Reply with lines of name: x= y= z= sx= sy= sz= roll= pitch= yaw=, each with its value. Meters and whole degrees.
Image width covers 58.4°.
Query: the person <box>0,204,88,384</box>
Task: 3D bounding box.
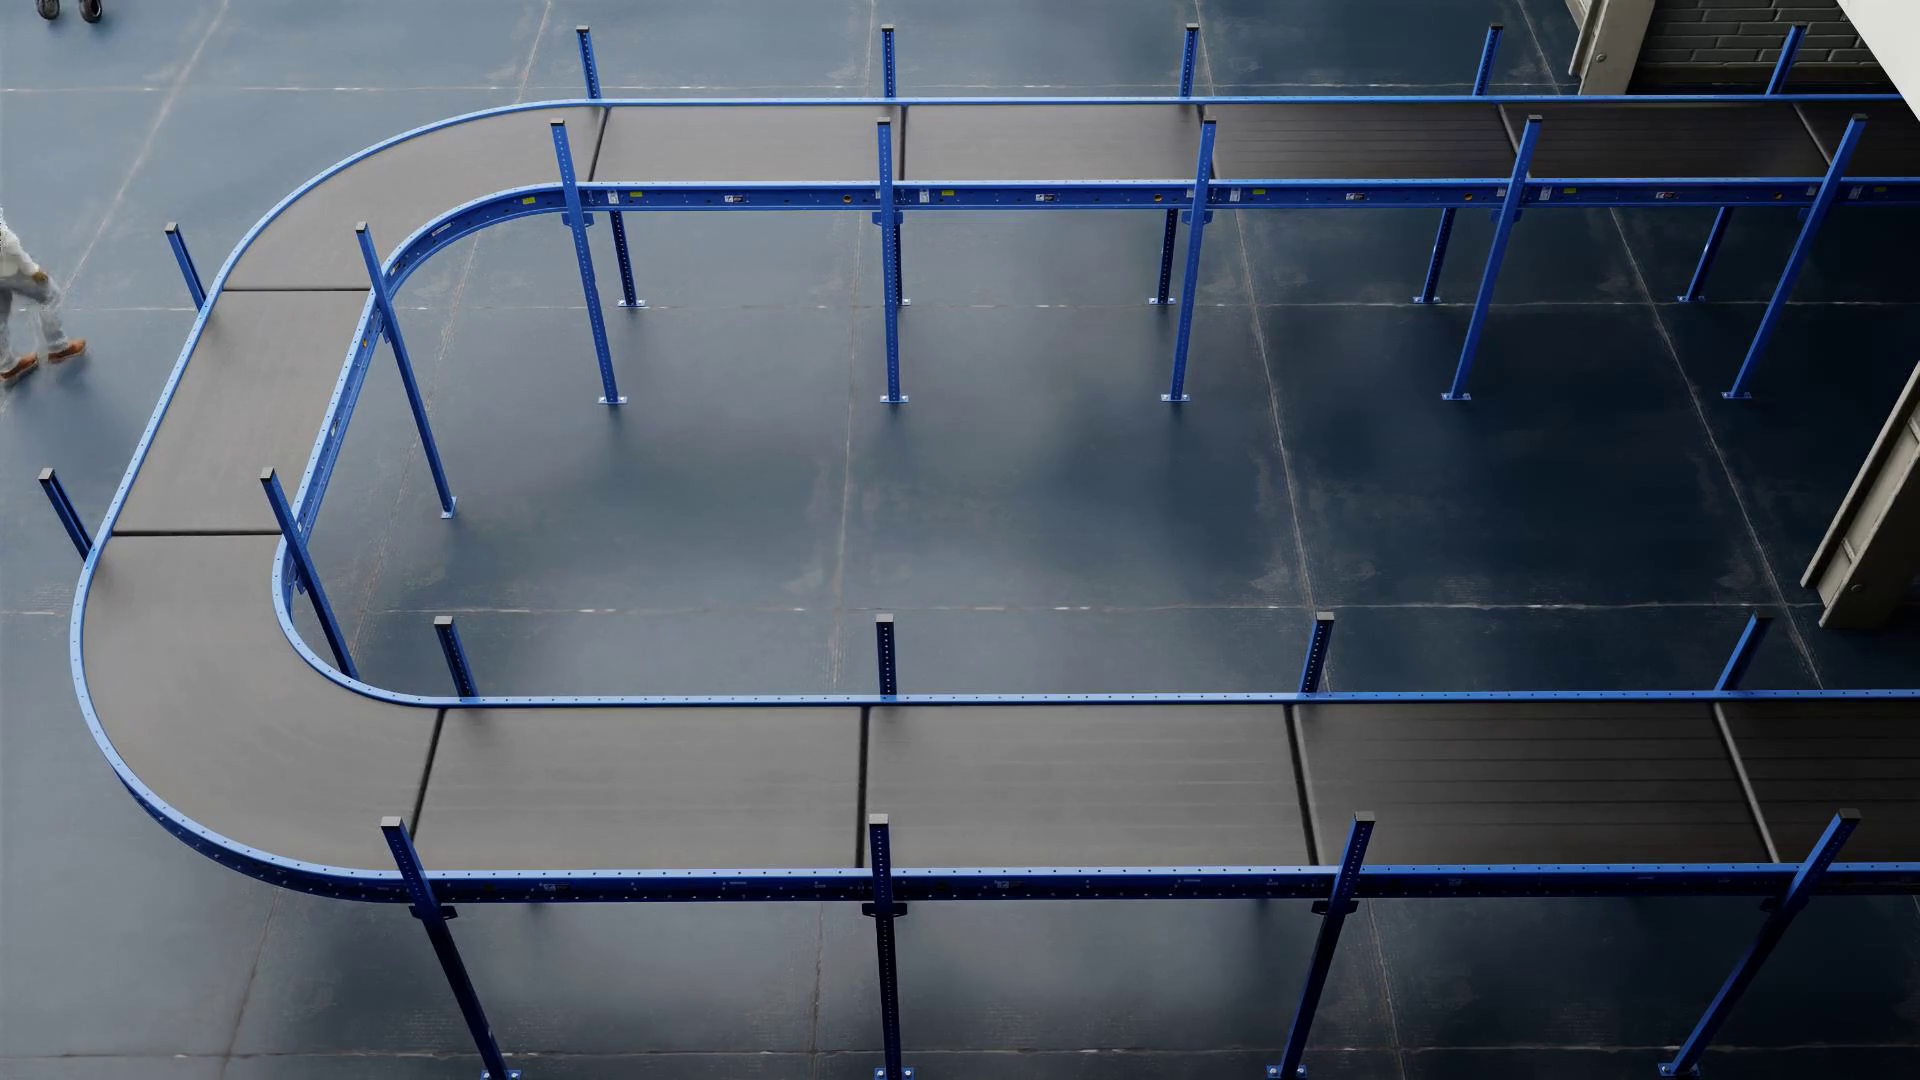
person: x=-6.561 y=-1.900 z=11.753 sx=0.654 sy=1.898 sz=0.687 roll=27 pitch=53 yaw=23
